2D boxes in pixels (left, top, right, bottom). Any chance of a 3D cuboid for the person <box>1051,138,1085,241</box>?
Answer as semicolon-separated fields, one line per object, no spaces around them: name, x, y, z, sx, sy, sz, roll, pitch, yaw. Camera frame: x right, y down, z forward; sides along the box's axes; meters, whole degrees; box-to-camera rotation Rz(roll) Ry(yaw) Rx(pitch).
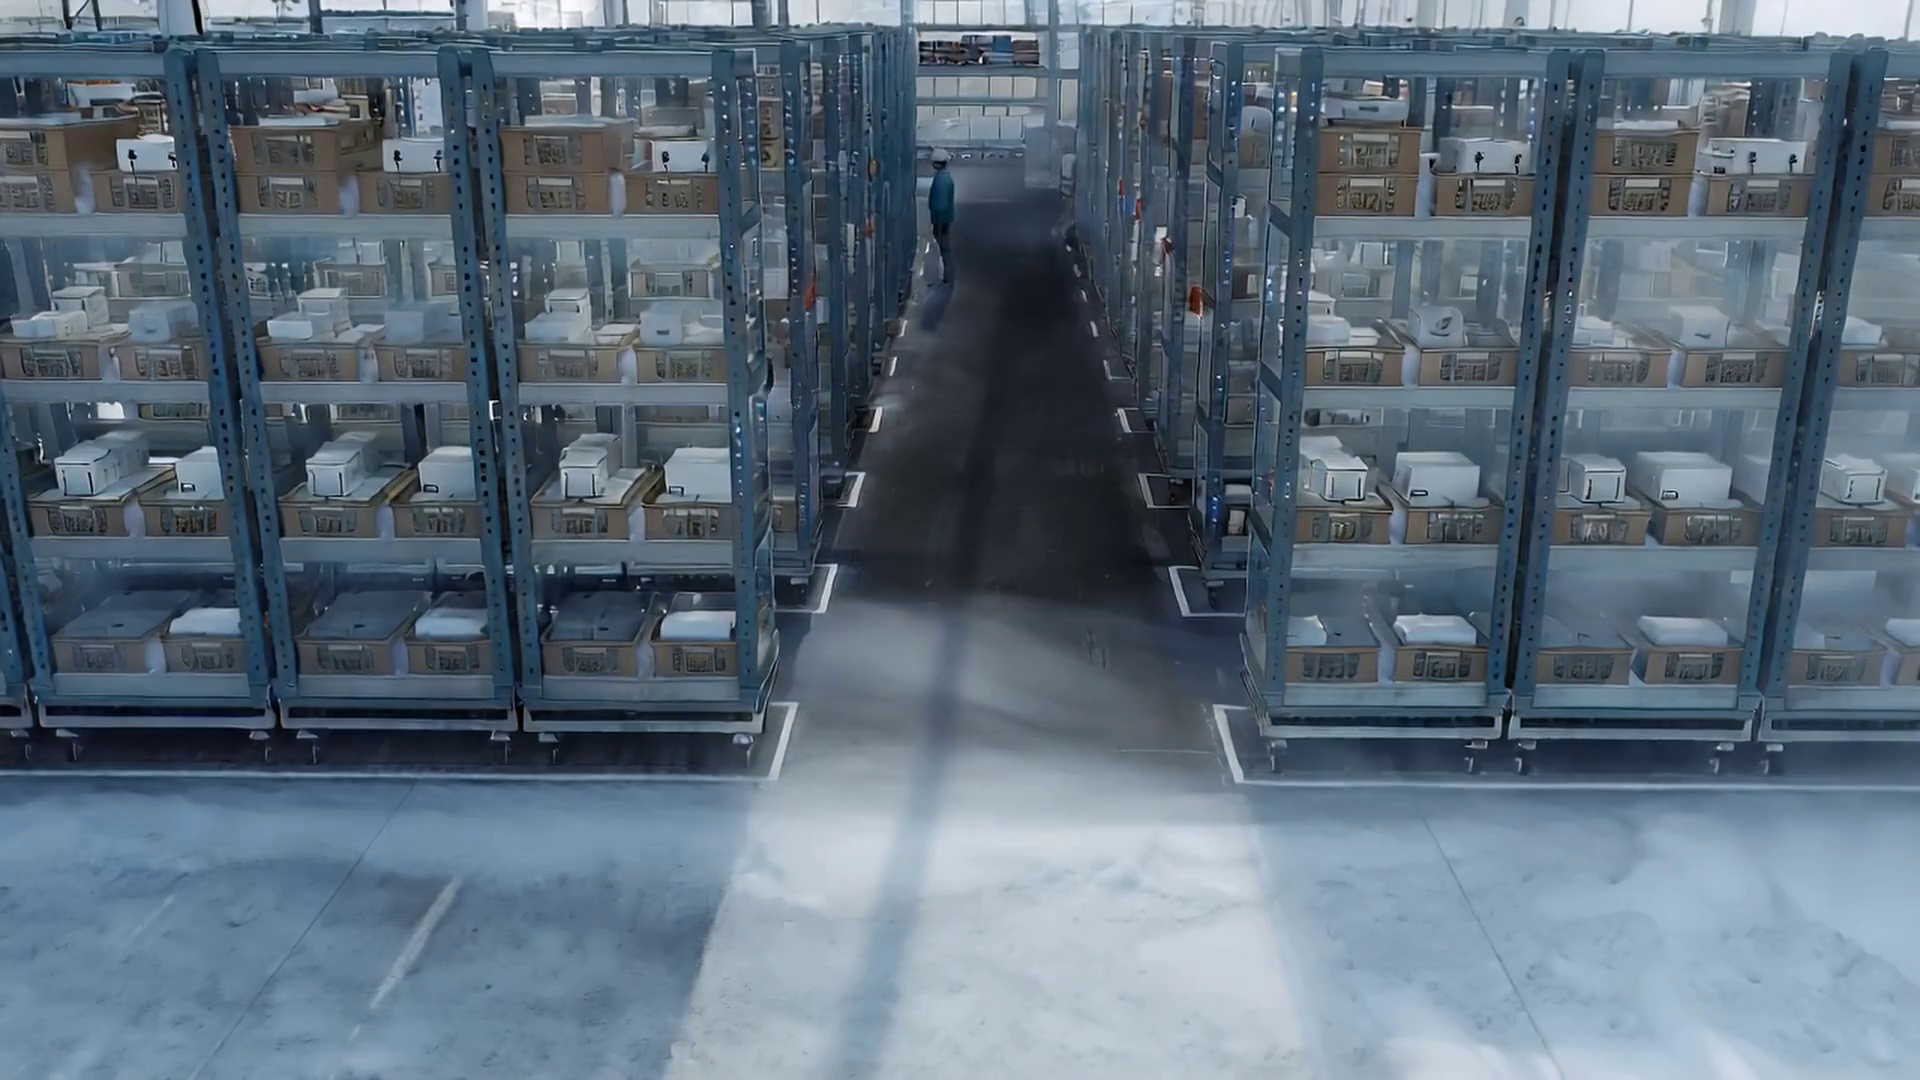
person;1.933;-6.020;28.618;0.545;1.801;0.623;-11;21;-31

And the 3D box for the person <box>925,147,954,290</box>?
person;-0.274;-4.555;23.606;0.375;1.997;0.611;-4;18;-14
